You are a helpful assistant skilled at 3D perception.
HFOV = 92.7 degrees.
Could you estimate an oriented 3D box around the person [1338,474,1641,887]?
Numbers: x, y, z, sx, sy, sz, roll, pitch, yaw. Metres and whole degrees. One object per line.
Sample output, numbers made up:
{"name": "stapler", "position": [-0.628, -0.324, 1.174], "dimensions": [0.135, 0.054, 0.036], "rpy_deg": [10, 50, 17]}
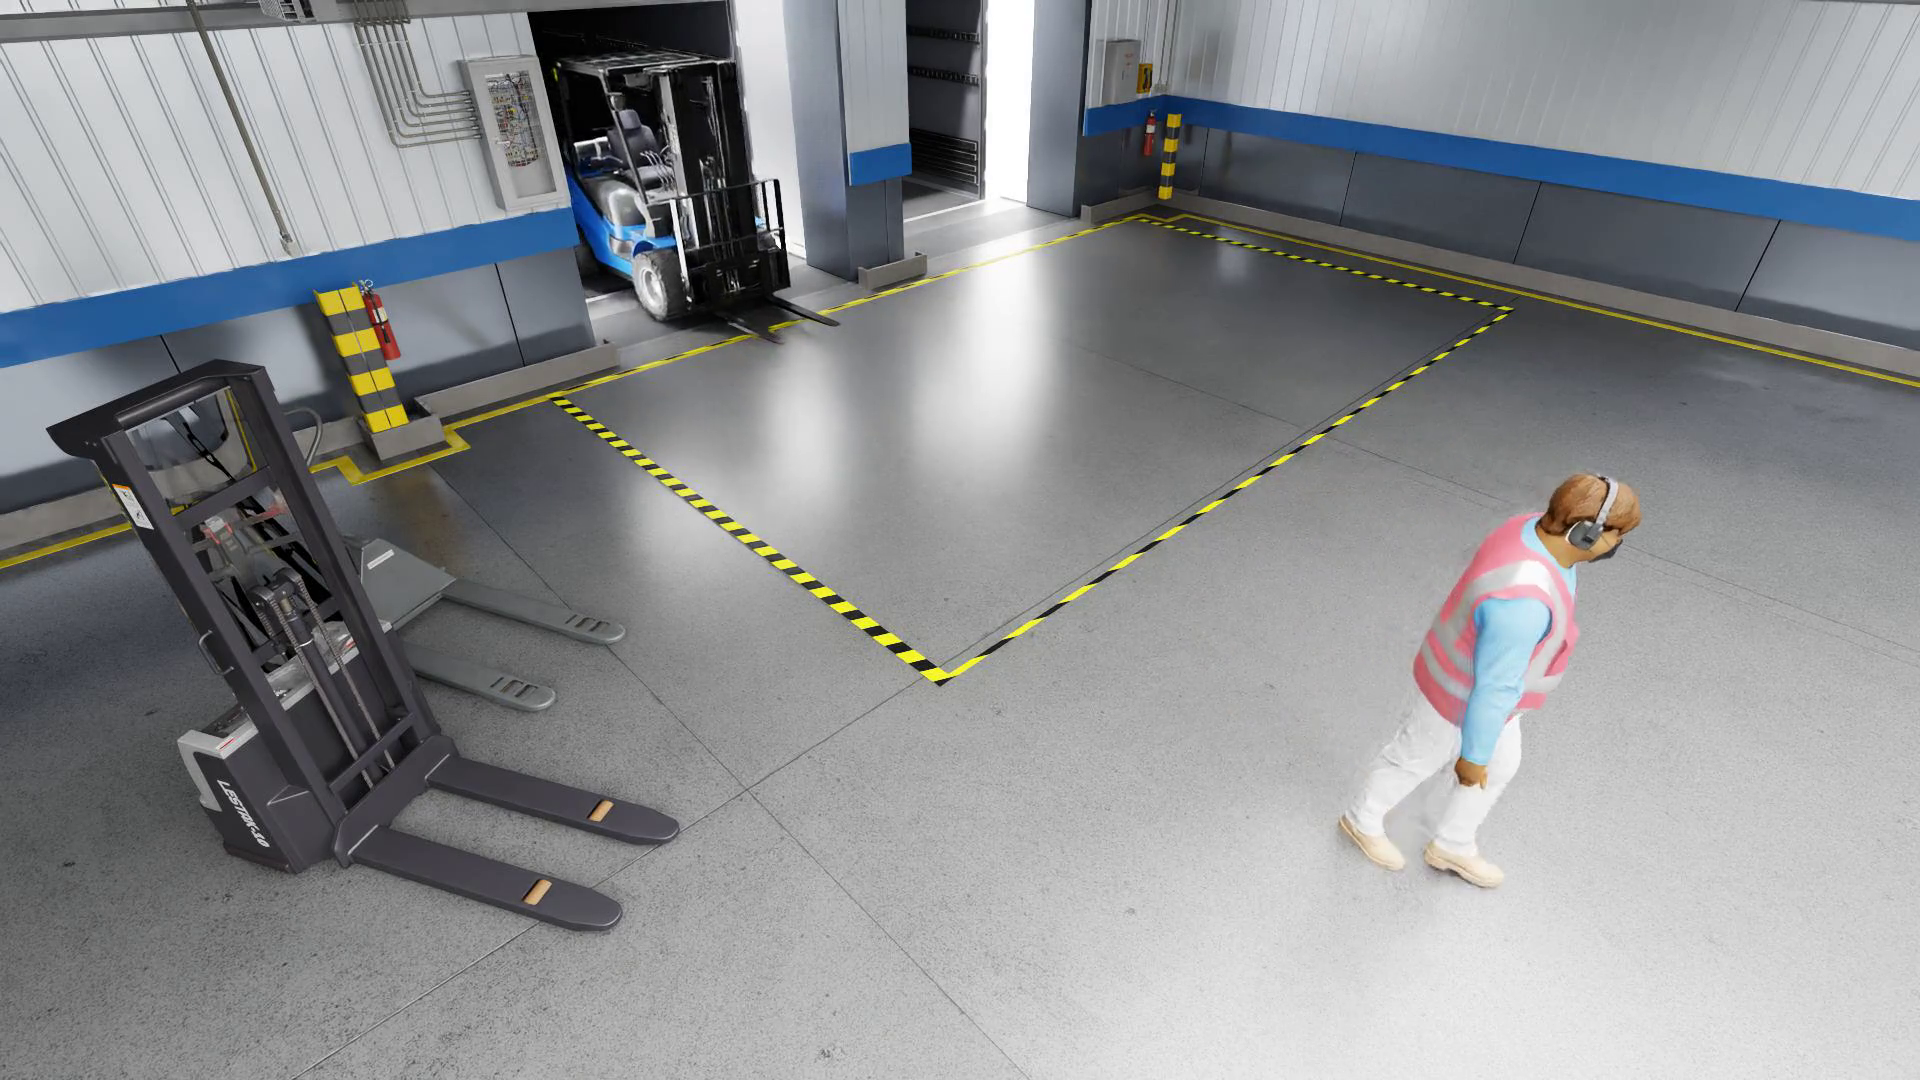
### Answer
{"name": "person", "position": [1.897, 0.568, 3.307], "dimensions": [0.623, 1.802, 0.725], "rpy_deg": [24, 41, 31]}

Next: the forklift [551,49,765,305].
{"name": "forklift", "position": [-3.005, -3.617, 8.948], "dimensions": [2.680, 2.036, 1.157], "rpy_deg": [29, 44, 36]}

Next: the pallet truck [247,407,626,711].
{"name": "pallet truck", "position": [-2.628, 0.038, 4.590], "dimensions": [1.601, 1.201, 0.680], "rpy_deg": [12, 36, 18]}

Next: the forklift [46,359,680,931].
{"name": "forklift", "position": [-2.135, 0.422, 3.354], "dimensions": [1.885, 1.965, 0.823], "rpy_deg": [10, 35, 14]}
